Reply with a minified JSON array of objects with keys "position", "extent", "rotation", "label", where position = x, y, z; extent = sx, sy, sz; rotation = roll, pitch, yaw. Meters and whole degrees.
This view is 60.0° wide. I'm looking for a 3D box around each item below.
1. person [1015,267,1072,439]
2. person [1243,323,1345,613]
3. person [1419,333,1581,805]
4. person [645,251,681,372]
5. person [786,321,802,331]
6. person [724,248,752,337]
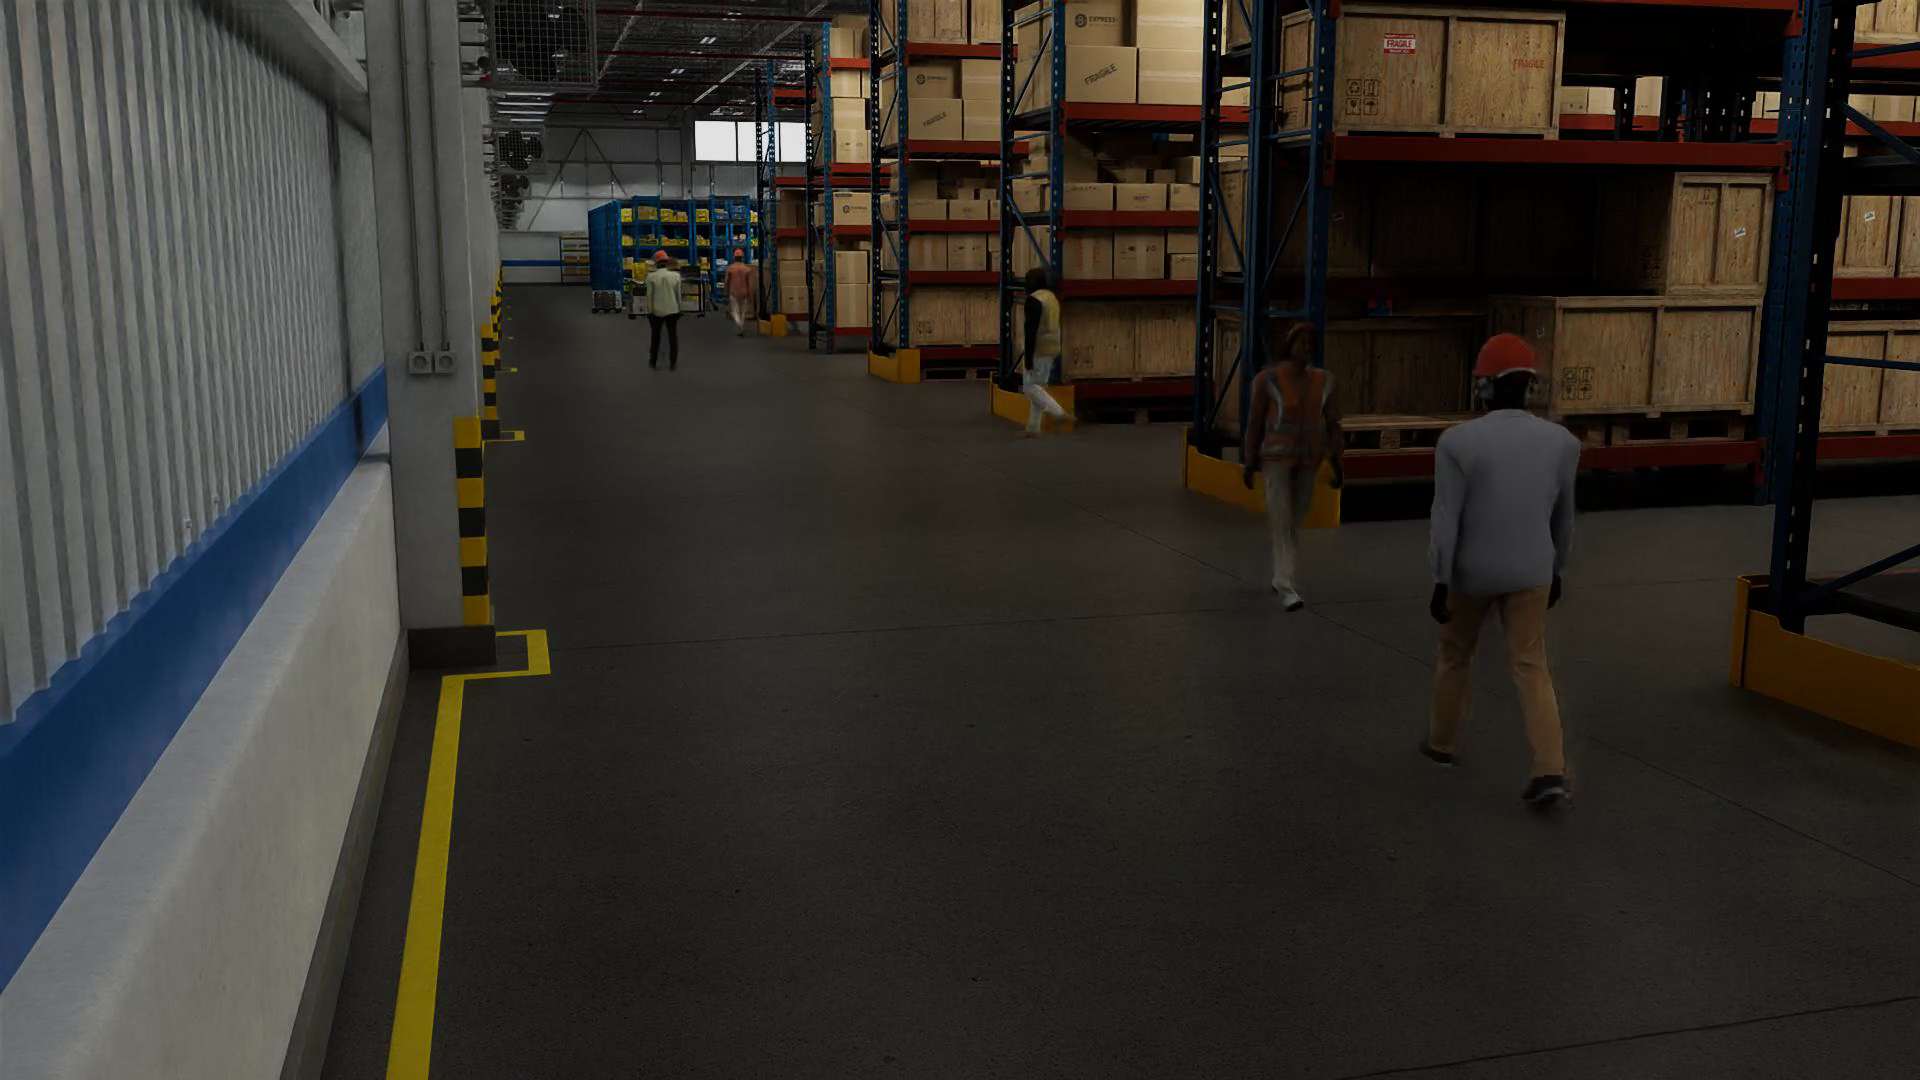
[{"position":[0.899,-1.939,17.419],"extent":[0.591,1.813,0.664],"rotation":[5,11,26],"label":"person"},{"position":[1.877,-0.405,9.308],"extent":[0.531,1.594,0.843],"rotation":[-2,10,-10],"label":"person"},{"position":[2.015,0.096,6.150],"extent":[0.581,1.713,0.888],"rotation":[-1,10,-5],"label":"person"},{"position":[-4.827,-3.712,27.047],"extent":[0.613,1.938,1.024],"rotation":[-4,11,-23],"label":"person"},{"position":[-3.980,-5.913,40.048],"extent":[0.386,1.751,0.541],"rotation":[-2,10,-12],"label":"person"},{"position":[-4.904,-5.468,36.883],"extent":[0.635,1.981,0.618],"rotation":[-4,11,-21],"label":"person"}]
